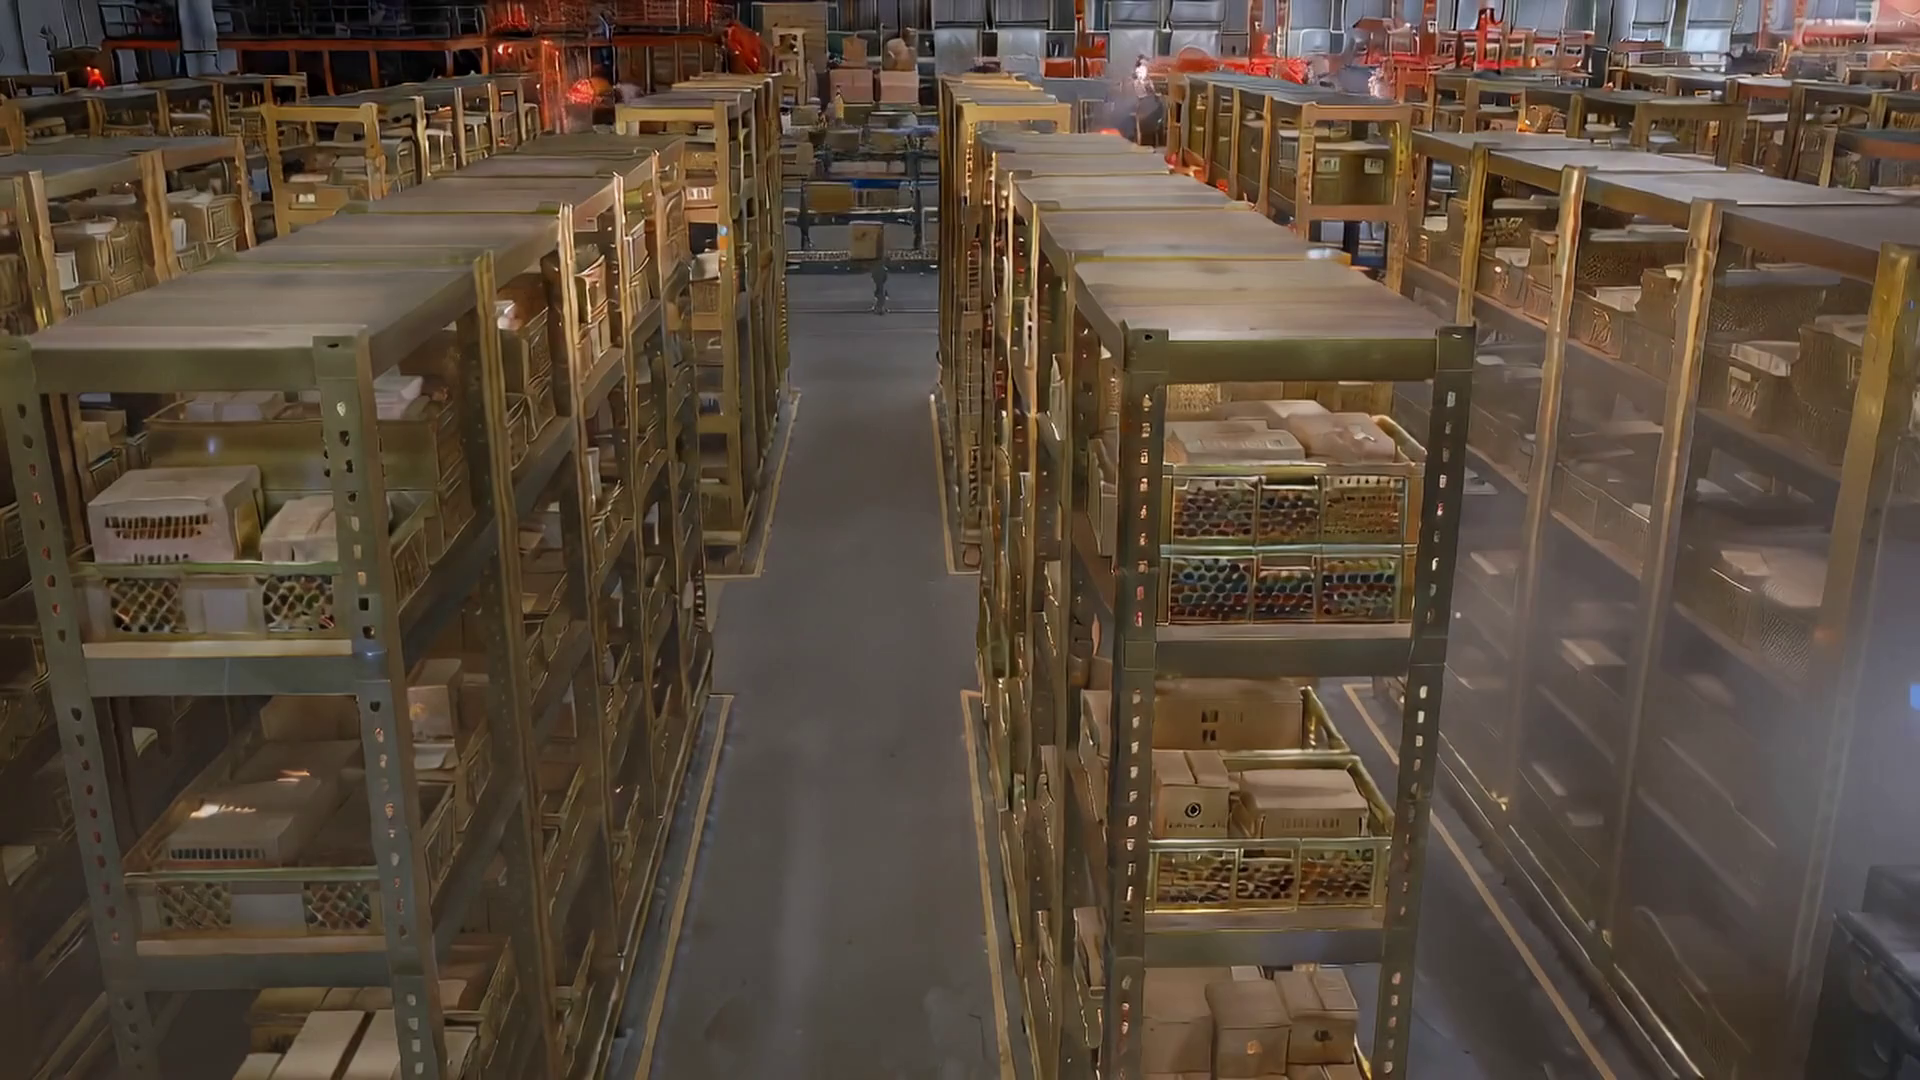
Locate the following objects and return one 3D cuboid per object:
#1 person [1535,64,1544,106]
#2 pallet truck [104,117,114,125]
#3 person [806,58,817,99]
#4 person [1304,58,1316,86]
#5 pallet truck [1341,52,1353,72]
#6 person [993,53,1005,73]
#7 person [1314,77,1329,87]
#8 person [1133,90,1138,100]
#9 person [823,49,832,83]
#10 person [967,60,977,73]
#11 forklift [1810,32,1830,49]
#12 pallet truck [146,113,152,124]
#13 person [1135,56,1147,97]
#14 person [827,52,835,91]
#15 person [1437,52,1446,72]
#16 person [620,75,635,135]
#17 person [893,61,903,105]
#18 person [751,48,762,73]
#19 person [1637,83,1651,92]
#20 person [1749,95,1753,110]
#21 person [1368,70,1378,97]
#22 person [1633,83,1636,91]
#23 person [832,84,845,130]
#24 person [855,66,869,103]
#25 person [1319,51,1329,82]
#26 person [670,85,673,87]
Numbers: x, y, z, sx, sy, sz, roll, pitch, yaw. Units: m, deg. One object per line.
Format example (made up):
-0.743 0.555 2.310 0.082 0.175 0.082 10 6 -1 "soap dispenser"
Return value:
24.091 -18.863 69.281 0.507 1.860 0.323 -9 20 -27 "person"
-18.367 -7.885 35.078 1.885 1.965 0.823 1 18 2 "pallet truck"
-6.883 -21.345 76.971 0.513 1.846 0.334 -5 18 -14 "person"
15.282 -20.155 72.977 1.014 2.000 0.692 8 20 24 "person"
18.794 -23.123 82.231 0.823 1.965 1.885 -13 22 -35 "pallet truck"
1.944 -23.216 82.632 0.601 1.921 0.585 -11 21 -30 "person"
12.413 -14.956 57.168 0.673 1.876 0.419 14 23 37 "person"
5.686 -14.164 55.117 0.509 1.613 0.546 11 21 32 "person"
-7.312 -26.221 92.083 0.728 1.839 0.488 -13 22 -35 "person"
0.546 -20.551 74.488 0.591 1.866 0.640 11 21 31 "person"
45.954 -25.830 89.194 1.129 2.768 1.873 -1 18 -2 "forklift"
-18.087 -8.309 36.390 1.885 1.965 0.823 -1 18 -4 "pallet truck"
8.536 -22.006 79.002 0.872 1.849 0.597 -3 18 -10 "person"
-6.590 -23.844 84.598 0.398 1.915 0.589 -11 21 -31 "person"
25.055 -24.457 86.613 0.429 1.839 0.634 -9 20 -25 "person"
-11.322 -14.665 56.097 0.676 1.966 0.651 3 18 8 "person"
-2.691 -19.298 70.516 0.578 1.916 0.560 -9 20 -27 "person"
-11.223 -26.149 91.747 0.584 1.911 0.392 -7 19 -20 "person"
24.955 -16.019 60.839 0.508 1.629 0.315 1 18 2 "person"
23.503 -12.375 49.472 0.540 1.684 0.491 -10 20 -28 "person"
15.265 -16.416 61.619 1.025 1.909 0.631 11 21 32 "person"
33.633 -22.981 81.950 0.922 1.912 0.640 6 19 17 "person"
-3.838 -13.578 52.975 0.470 1.821 0.609 -4 18 -12 "person"
-3.911 -17.880 66.176 0.999 1.895 0.555 6 19 18 "person"
18.923 -24.327 86.116 0.890 1.888 0.599 -15 23 -38 "person"
-9.464 -14.184 55.040 0.918 1.690 0.501 0 18 -2 "person"
